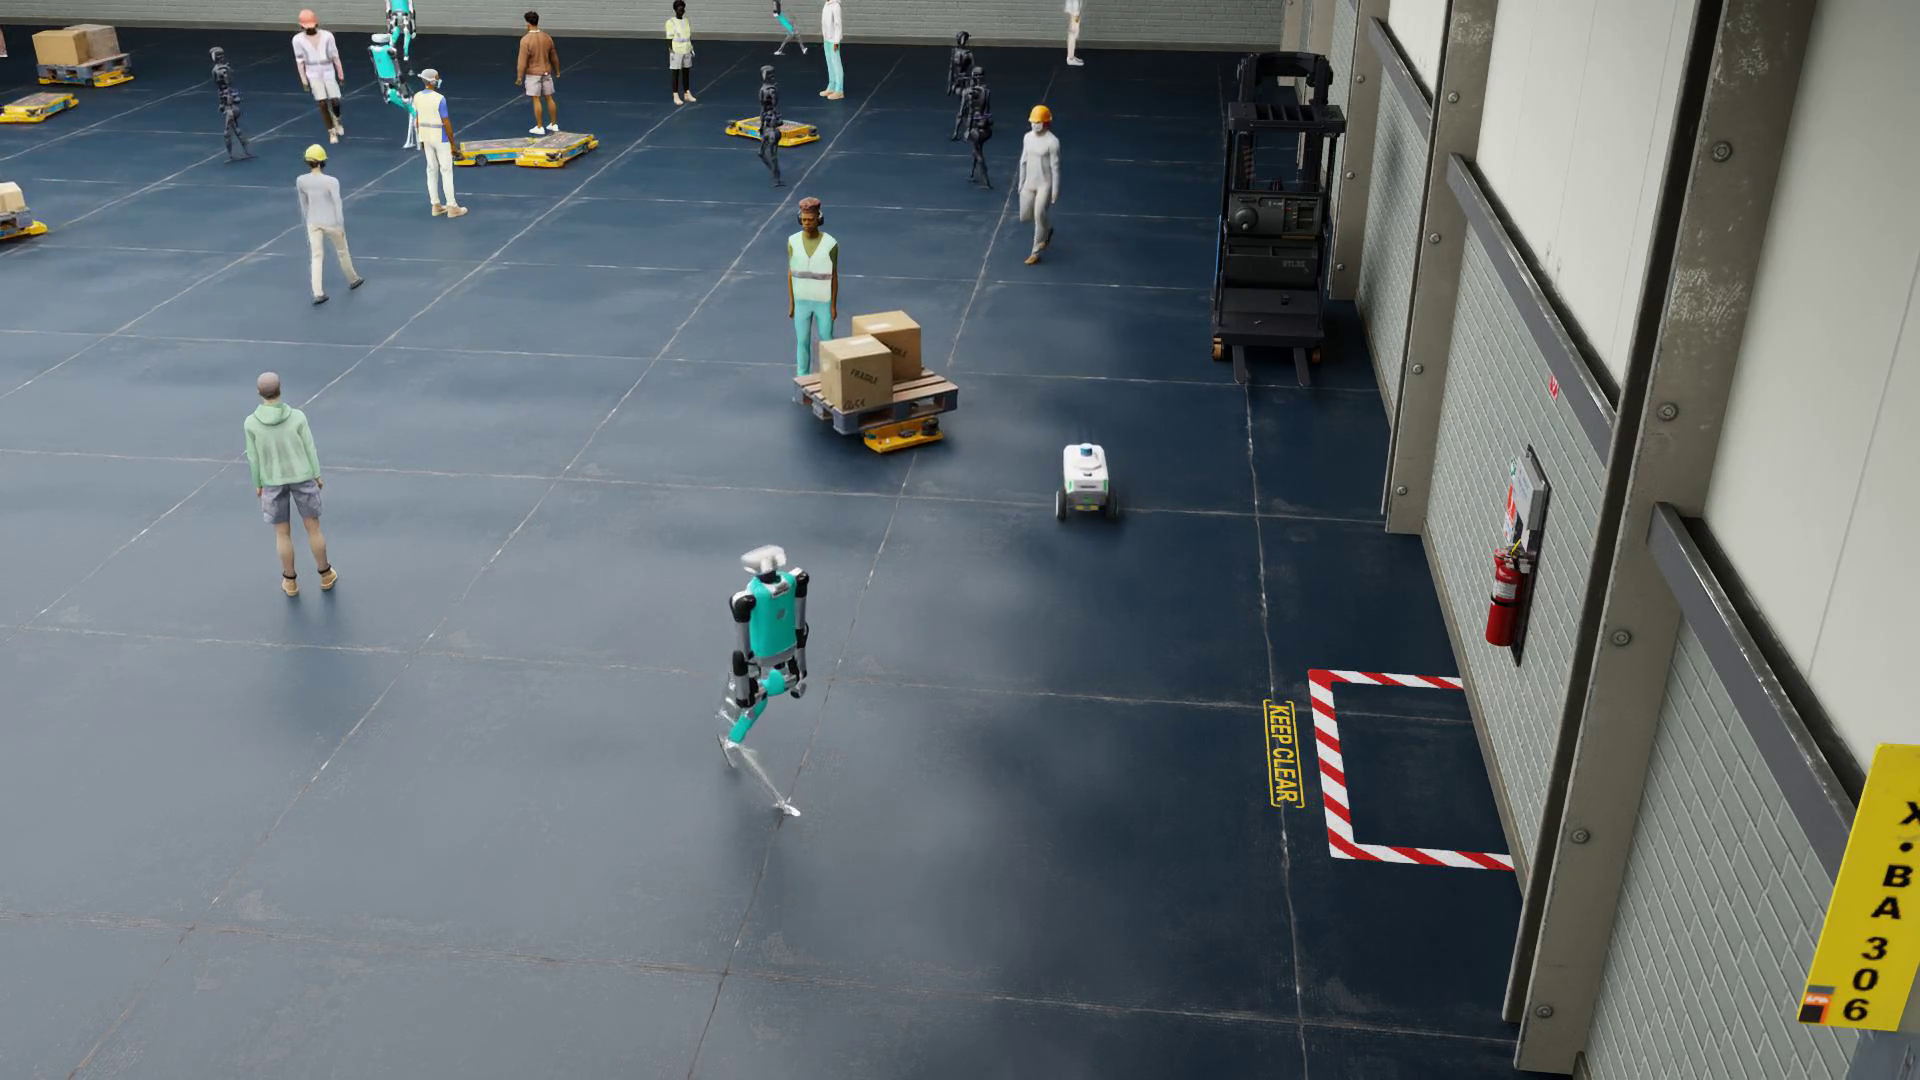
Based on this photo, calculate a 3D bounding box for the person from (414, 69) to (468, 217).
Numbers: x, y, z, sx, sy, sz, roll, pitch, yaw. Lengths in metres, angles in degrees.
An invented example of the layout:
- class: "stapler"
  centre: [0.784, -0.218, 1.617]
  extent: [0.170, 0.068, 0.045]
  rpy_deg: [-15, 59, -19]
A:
- class: "person"
  centre: [-6.801, -5.145, 21.600]
  extent: [0.546, 1.891, 0.379]
  rpy_deg: [11, 29, 20]

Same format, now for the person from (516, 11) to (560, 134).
- class: "person"
  centre: [-6.546, -7.284, 25.916]
  extent: [0.392, 1.848, 0.778]
  rpy_deg: [23, 35, 38]

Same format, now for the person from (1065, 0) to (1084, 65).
- class: "person"
  centre: [2.137, -9.821, 30.953]
  extent: [0.379, 1.874, 0.512]
  rpy_deg: [0, 27, 1]

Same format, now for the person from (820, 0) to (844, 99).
- class: "person"
  centre: [-2.172, -8.483, 28.236]
  extent: [0.376, 1.916, 0.498]
  rpy_deg: [-14, 30, -26]

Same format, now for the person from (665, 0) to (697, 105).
- class: "person"
  centre: [-4.674, -8.183, 27.884]
  extent: [0.320, 1.692, 0.531]
  rpy_deg: [21, 33, 35]

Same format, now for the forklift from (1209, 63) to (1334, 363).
- class: "forklift"
  centre: [3.241, -3.477, 17.183]
  extent: [1.129, 2.768, 1.873]
  rpy_deg: [3, 27, 6]

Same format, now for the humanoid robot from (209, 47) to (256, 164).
- class: "humanoid robot"
  centre: [-10.710, -6.340, 24.237]
  extent: [0.646, 1.636, 0.593]
  rpy_deg: [-19, 32, -32]

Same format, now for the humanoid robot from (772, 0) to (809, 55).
- class: "humanoid robot"
  centre: [-3.263, -10.118, 31.766]
  extent: [0.892, 1.827, 0.550]
  rpy_deg: [-2, 27, -3]

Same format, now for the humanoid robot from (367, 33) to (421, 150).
- class: "humanoid robot"
  centre: [-8.340, -6.689, 24.888]
  extent: [0.537, 1.807, 0.768]
  rpy_deg: [15, 30, 27]

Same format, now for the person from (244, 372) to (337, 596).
- class: "person"
  centre: [-4.969, -0.407, 12.307]
  extent: [0.474, 1.741, 0.342]
  rpy_deg: [-10, 28, -20]

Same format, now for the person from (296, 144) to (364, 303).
- class: "person"
  centre: [-7.115, -3.563, 18.625]
  extent: [0.538, 1.712, 0.903]
  rpy_deg: [4, 27, 8]

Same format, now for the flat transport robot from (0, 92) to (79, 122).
- class: "flat transport robot"
  centre: [-15.160, -7.115, 27.342]
  extent: [0.659, 0.231, 1.431]
  rpy_deg: [0, 27, 0]

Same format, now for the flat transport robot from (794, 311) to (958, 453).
- class: "flat transport robot"
  centre: [-0.799, -1.184, 15.502]
  extent: [0.659, 0.231, 1.431]
  rpy_deg: [-15, 30, -27]

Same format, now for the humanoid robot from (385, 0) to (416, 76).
- class: "humanoid robot"
  centre: [-10.036, -9.065, 29.660]
  extent: [0.531, 1.776, 1.018]
  rpy_deg: [1, 27, 1]

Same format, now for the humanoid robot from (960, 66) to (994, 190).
- class: "humanoid robot"
  centre: [0.206, -5.696, 22.955]
  extent: [0.622, 1.639, 0.610]
  rpy_deg: [15, 30, 27]

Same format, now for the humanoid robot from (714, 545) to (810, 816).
- class: "humanoid robot"
  centre: [-1.316, 0.765, 10.016]
  extent: [0.992, 1.783, 0.530]
  rpy_deg: [24, 35, 39]

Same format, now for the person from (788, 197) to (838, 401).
- class: "person"
  centre: [-1.385, -2.275, 15.777]
  extent: [0.485, 1.978, 0.405]
  rpy_deg: [3, 27, 5]

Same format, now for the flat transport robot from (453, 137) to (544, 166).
- class: "flat transport robot"
  centre: [-6.782, -5.746, 24.610]
  extent: [1.431, 0.231, 0.659]
  rpy_deg: [-8, 28, -16]

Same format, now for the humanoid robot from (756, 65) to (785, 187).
- class: "humanoid robot"
  centre: [-2.615, -5.698, 22.940]
  extent: [0.340, 1.654, 0.603]
  rpy_deg: [-10, 28, -19]

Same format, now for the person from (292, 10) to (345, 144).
- class: "person"
  centre: [-9.682, -7.013, 25.200]
  extent: [0.649, 2.004, 0.555]
  rpy_deg: [-9, 28, -17]

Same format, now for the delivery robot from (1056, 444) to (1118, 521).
- class: "delivery robot"
  centre: [1.044, -0.498, 13.815]
  extent: [0.499, 0.596, 0.775]
  rpy_deg: [0, 27, 1]

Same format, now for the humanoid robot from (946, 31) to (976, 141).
- class: "humanoid robot"
  centre: [0.064, -6.999, 25.605]
  extent: [0.591, 1.631, 0.817]
  rpy_deg: [24, 35, 39]

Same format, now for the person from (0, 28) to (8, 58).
- class: "person"
  centre: [-18.373, -10.008, 31.287]
  extent: [0.411, 1.913, 0.640]
  rpy_deg: [3, 27, 5]

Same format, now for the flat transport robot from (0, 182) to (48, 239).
- class: "flat transport robot"
  centre: [-12.320, -3.853, 20.829]
  extent: [0.659, 0.231, 1.431]
  rpy_deg: [21, 33, 35]

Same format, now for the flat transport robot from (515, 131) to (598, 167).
- class: "flat transport robot"
  centre: [-5.987, -5.811, 24.738]
  extent: [0.659, 0.231, 1.431]
  rpy_deg: [6, 27, 12]

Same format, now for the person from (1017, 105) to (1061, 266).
- class: "person"
  centre: [0.960, -4.238, 19.799]
  extent: [0.595, 1.883, 0.562]
  rpy_deg: [20, 33, 34]

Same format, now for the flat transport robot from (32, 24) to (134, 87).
- class: "flat transport robot"
  centre: [-15.569, -8.249, 29.605]
  extent: [1.431, 0.231, 0.659]
  rpy_deg: [6, 27, 13]

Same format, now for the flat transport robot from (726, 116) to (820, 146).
- class: "flat transport robot"
  centre: [-2.909, -6.349, 25.814]
  extent: [1.431, 0.231, 0.659]
  rpy_deg: [21, 33, 35]
